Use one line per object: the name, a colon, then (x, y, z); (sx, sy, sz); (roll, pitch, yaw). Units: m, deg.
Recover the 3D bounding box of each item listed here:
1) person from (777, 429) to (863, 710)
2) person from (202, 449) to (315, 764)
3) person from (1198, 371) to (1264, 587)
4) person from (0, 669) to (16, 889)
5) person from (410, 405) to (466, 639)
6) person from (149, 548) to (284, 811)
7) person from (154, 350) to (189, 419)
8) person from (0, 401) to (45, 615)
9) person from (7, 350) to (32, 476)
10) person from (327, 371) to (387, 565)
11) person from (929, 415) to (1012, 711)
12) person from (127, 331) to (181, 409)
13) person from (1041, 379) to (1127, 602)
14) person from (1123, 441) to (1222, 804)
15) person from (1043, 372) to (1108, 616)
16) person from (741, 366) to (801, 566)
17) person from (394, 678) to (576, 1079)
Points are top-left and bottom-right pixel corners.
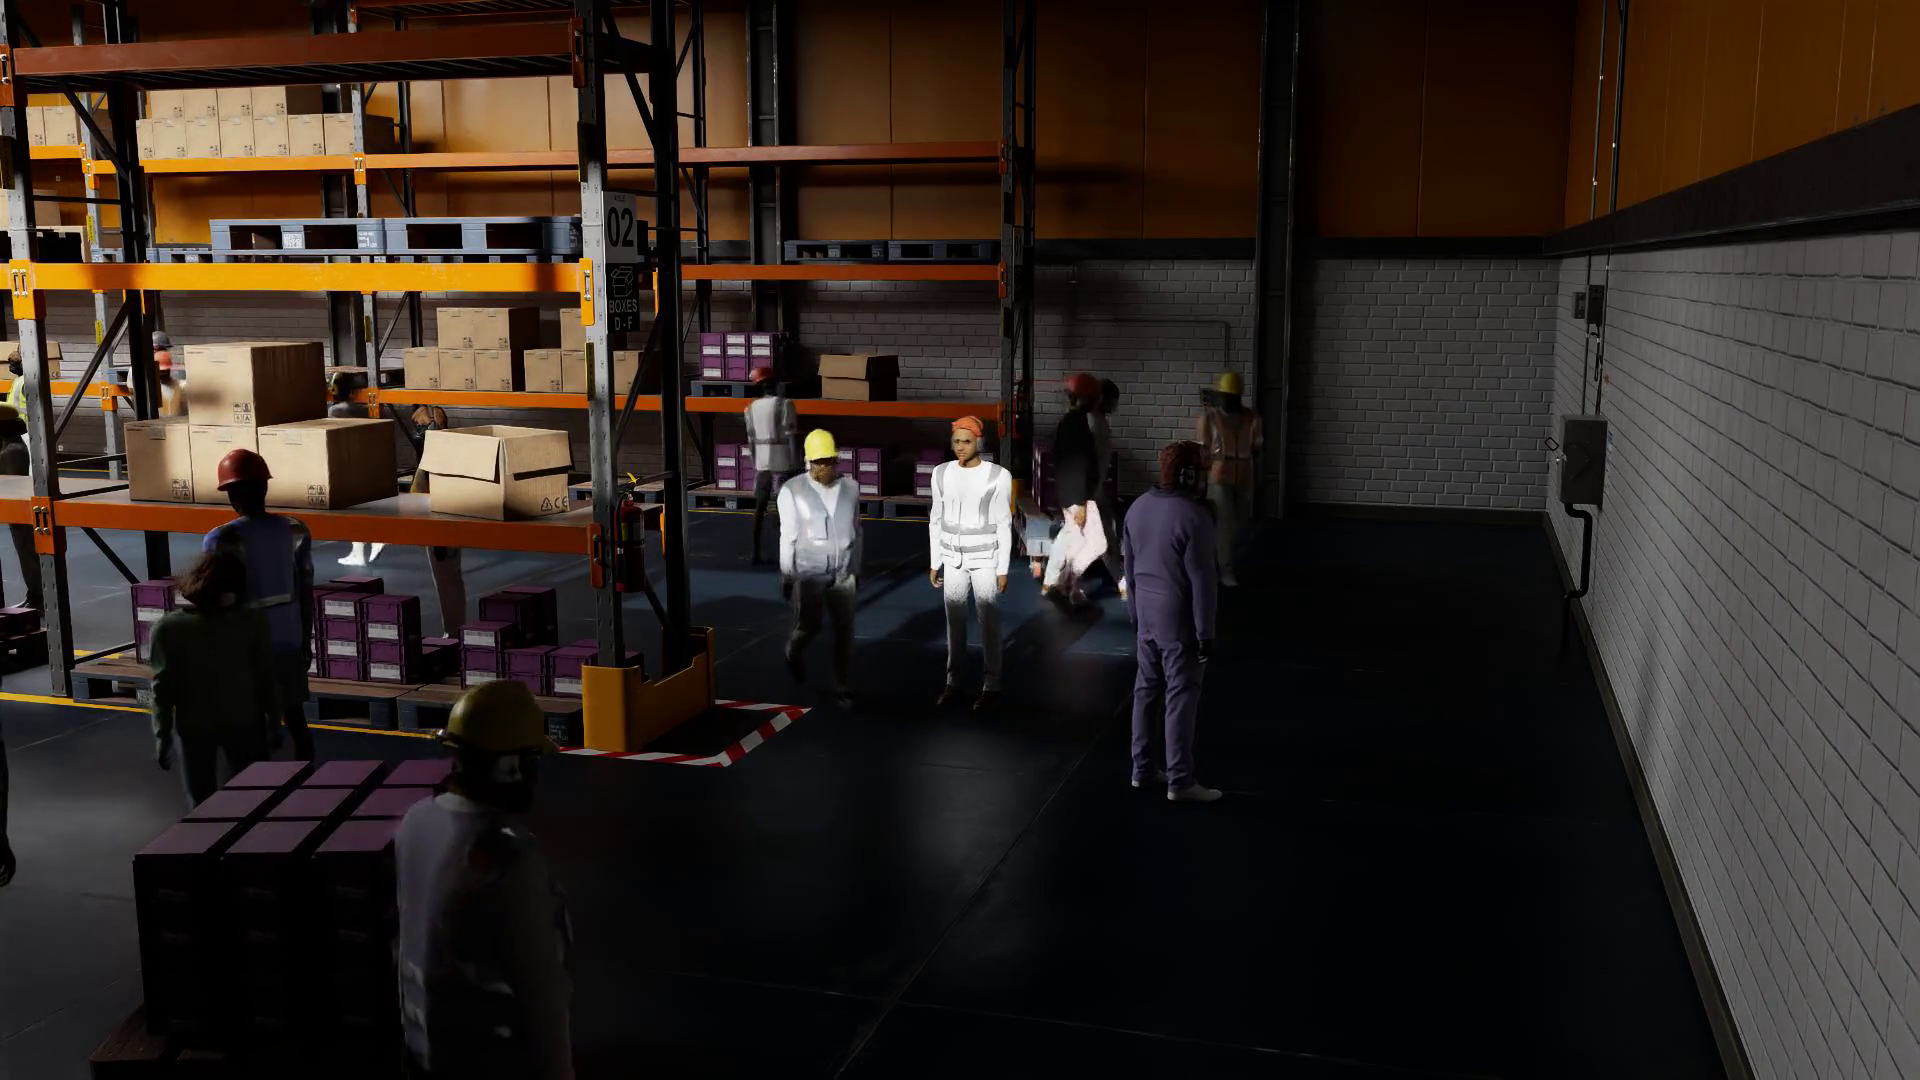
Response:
person: (-0.906, 0.162, 10.708); (0.595, 1.800, 0.739); (-5, 11, -28)
person: (-3.452, 0.512, 8.202); (0.368, 1.929, 0.542); (7, 12, 37)
person: (2.392, -0.568, 14.869); (0.588, 1.906, 0.751); (-2, 10, -13)
person: (-3.330, 0.988, 5.266); (0.374, 1.939, 0.629); (9, 13, 43)
person: (-3.717, -0.045, 11.891); (0.428, 1.836, 0.626); (-2, 10, -13)
person: (-3.210, 0.830, 7.213); (0.534, 1.619, 0.345); (-7, 11, -35)
person: (-8.841, -1.190, 18.685); (0.598, 1.898, 0.835); (-4, 10, -22)
person: (-7.606, -0.247, 13.391); (0.323, 1.740, 0.491); (-5, 11, -28)
person: (-11.018, -1.320, 19.670); (0.429, 1.837, 0.624); (-7, 12, -36)
person: (-5.664, -0.655, 15.578); (0.555, 1.839, 0.572); (3, 10, 16)
person: (0.066, 0.145, 10.592); (0.577, 1.879, 0.351); (5, 10, 27)
person: (-9.761, -1.544, 20.386); (0.688, 2.000, 0.536); (2, 10, 12)
person: (1.139, -0.402, 13.950); (1.001, 1.876, 0.657); (2, 9, 10)
person: (1.146, 0.426, 8.788); (0.401, 1.907, 0.646); (-6, 11, -31)
person: (0.948, -0.353, 13.308); (0.440, 1.976, 0.626); (-2, 9, -11)
person: (-1.756, -0.684, 15.638); (0.667, 1.888, 0.372); (6, 11, 32)
person: (-1.227, 1.244, 4.127); (0.838, 1.798, 0.609); (-8, 12, -40)
